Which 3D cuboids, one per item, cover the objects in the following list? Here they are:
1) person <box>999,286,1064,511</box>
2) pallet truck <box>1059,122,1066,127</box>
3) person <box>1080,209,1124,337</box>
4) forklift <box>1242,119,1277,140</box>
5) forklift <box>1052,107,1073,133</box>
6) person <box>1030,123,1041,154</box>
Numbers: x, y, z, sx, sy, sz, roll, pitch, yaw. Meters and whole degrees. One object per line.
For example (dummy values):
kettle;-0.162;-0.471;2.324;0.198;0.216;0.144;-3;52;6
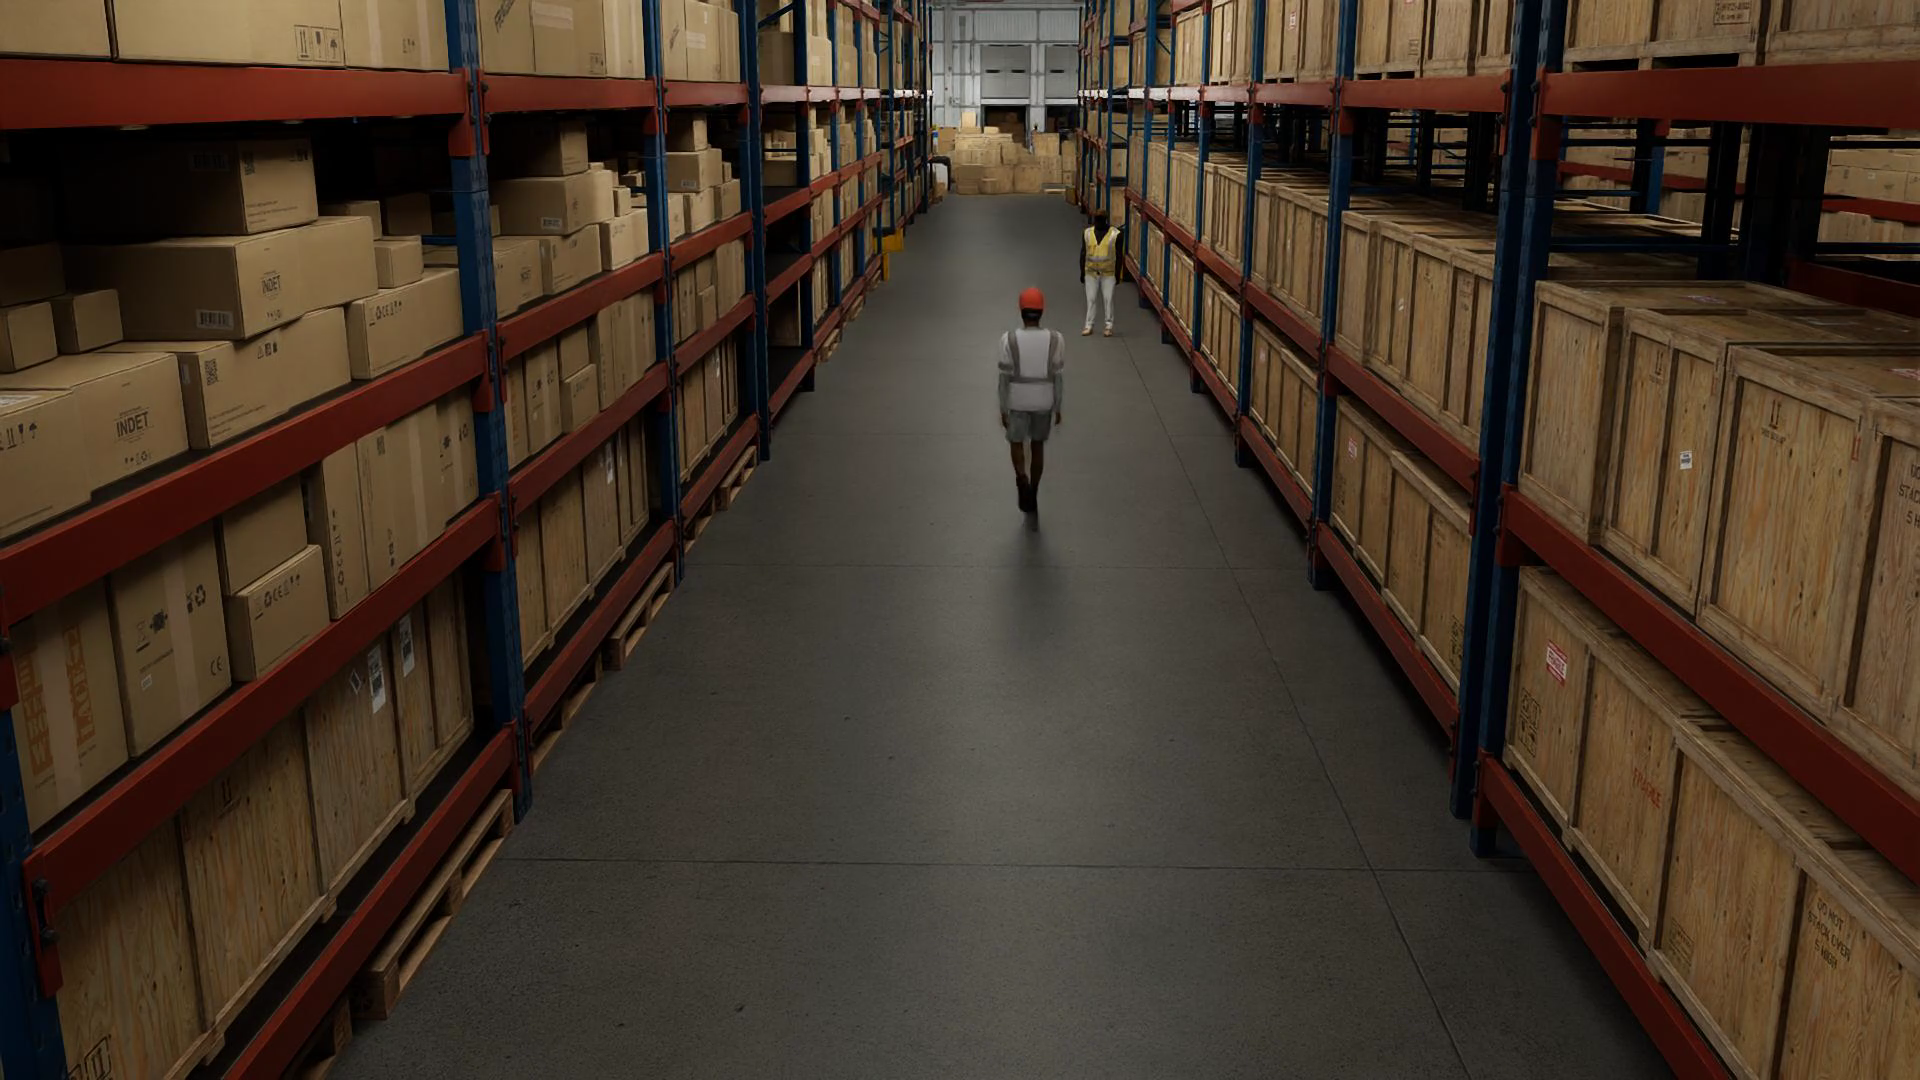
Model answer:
person;0.598;-1.146;13.878;0.550;1.921;0.622;-1;15;-5
pallet truck;5.788;-21.111;88.014;1.885;1.965;0.823;5;16;18
person;2.041;-3.882;24.203;0.635;1.842;0.429;5;16;18
forklift;7.745;-9.617;43.573;1.129;2.768;1.873;0;15;2
forklift;4.806;-18.966;78.357;1.129;2.768;1.873;-7;17;-26
person;3.981;-20.955;87.586;0.588;1.919;0.399;7;17;25
